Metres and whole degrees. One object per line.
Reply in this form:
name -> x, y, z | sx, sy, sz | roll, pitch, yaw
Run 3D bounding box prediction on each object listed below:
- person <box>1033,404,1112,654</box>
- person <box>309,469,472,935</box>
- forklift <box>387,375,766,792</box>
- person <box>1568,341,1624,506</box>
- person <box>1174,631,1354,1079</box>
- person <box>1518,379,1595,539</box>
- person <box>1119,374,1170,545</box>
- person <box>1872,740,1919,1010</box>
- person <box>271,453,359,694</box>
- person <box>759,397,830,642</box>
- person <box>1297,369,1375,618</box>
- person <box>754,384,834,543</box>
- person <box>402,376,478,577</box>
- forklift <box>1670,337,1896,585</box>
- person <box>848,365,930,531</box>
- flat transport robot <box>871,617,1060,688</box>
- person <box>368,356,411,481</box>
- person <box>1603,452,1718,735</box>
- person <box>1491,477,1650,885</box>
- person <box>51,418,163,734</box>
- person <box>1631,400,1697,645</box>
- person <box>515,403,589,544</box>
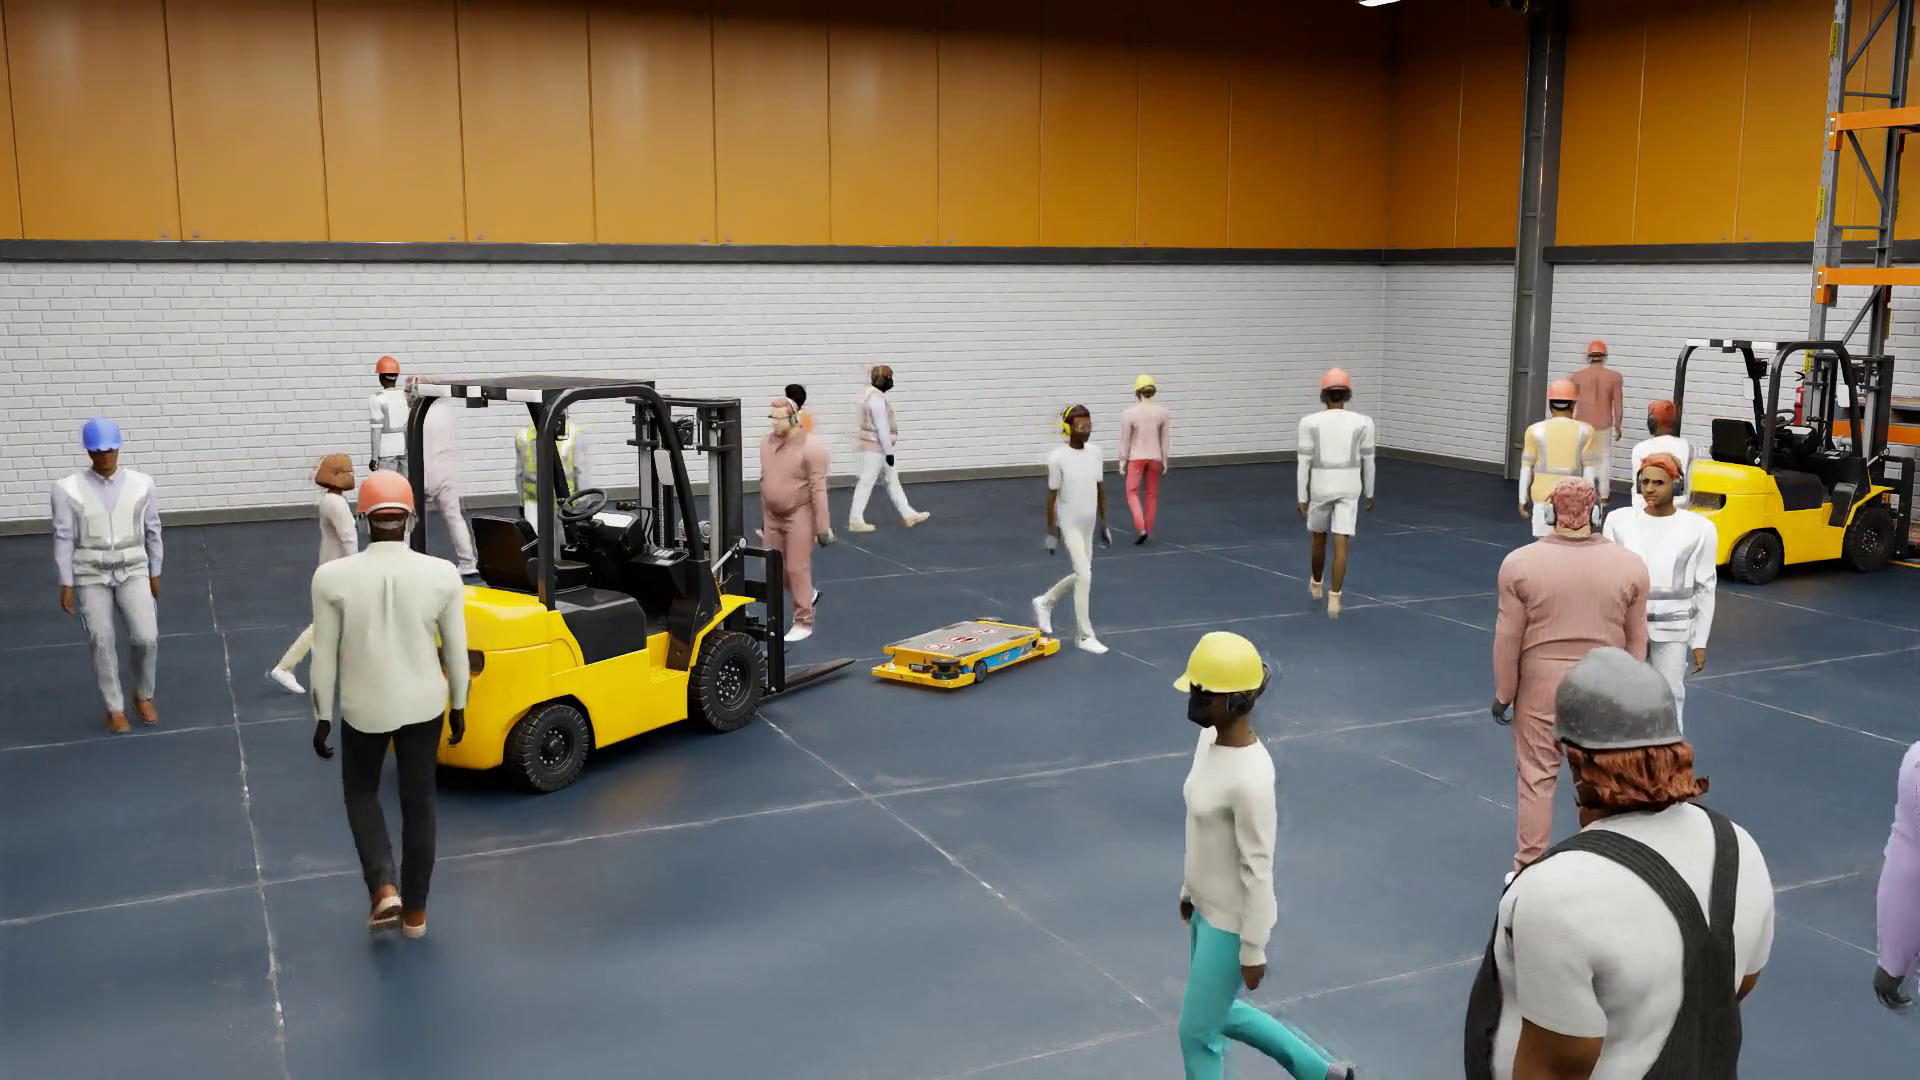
person -> 0.835, -0.112, 12.423 | 0.518, 1.839, 0.820 | -8, 12, -40
person -> -2.372, 0.693, 6.962 | 0.648, 1.980, 0.433 | -4, 10, -23
forklift -> -2.268, 0.149, 9.685 | 1.214, 2.155, 2.313 | 6, 11, 32
person -> 7.597, -1.388, 19.912 | 0.658, 1.977, 0.473 | 4, 10, 21
person -> 0.867, 1.120, 5.035 | 0.681, 1.744, 0.532 | -1, 9, -3
person -> 4.926, -0.377, 13.805 | 0.571, 1.913, 0.780 | 2, 9, 11
person -> 1.900, -0.824, 17.100 | 0.534, 1.769, 0.471 | -2, 9, -13
person -> 2.829, 1.130, 4.545 | 0.654, 1.884, 0.416 | 0, 9, 2
person -> -4.210, 0.217, 11.116 | 0.817, 1.605, 0.492 | -4, 10, -23
person -> -1.241, -0.168, 12.673 | 0.656, 1.870, 0.577 | 7, 12, 38
person -> 3.099, -0.409, 13.733 | 0.639, 1.993, 1.000 | 2, 9, 12
person -> -1.684, -0.787, 17.179 | 0.893, 1.643, 0.540 | 4, 10, 21
person -> -4.872, -0.566, 15.177 | 0.983, 1.854, 0.651 | 3, 10, 17
forklift -> 7.551, -0.789, 15.507 | 2.313, 2.155, 1.214 | -4, 10, -25
person -> -0.788, -0.982, 17.945 | 0.946, 1.794, 0.659 | -1, 9, -4
flat transport robot -> 0.062, 0.778, 11.732 | 0.652, 0.197, 1.431 | 6, 11, 34
person -> -5.819, -0.912, 17.059 | 0.360, 1.939, 0.543 | 7, 11, 37
person -> 3.567, 0.483, 8.583 | 0.575, 1.881, 0.356 | 7, 12, 38
person -> 2.684, 0.669, 7.376 | 0.643, 1.901, 0.400 | 2, 9, 11
person -> -5.125, 0.222, 10.045 | 0.615, 1.926, 0.451 | -6, 11, -34
person -> 5.313, -0.160, 12.745 | 0.589, 1.828, 0.958 | -2, 9, -15
person -> -3.432, -0.359, 14.071 | 0.635, 1.807, 0.941 | 0, 9, 2
